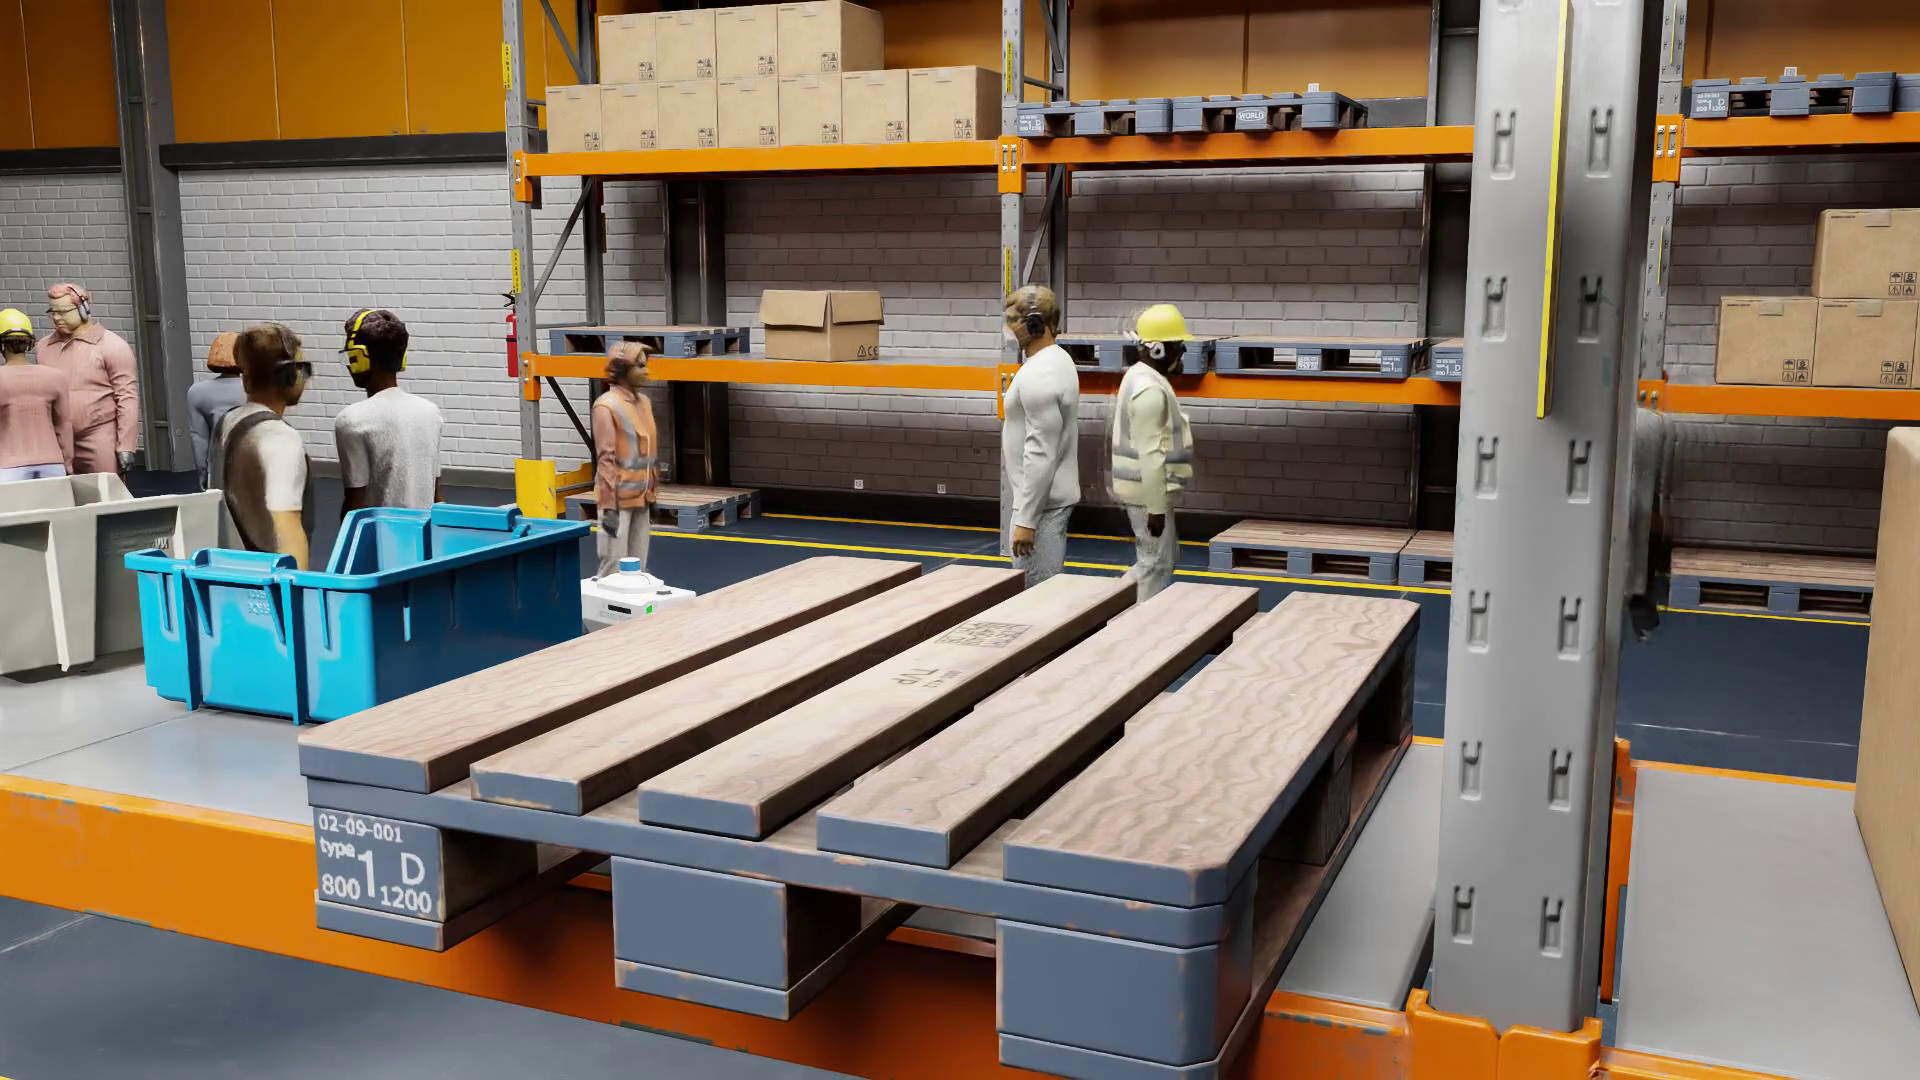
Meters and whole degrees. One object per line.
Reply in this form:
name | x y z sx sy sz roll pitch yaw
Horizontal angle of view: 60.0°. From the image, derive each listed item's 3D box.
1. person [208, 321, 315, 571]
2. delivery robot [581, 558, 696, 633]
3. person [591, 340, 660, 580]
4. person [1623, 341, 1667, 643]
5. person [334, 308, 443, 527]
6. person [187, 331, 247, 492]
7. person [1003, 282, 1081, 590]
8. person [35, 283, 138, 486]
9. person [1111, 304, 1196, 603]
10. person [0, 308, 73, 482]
person | -2.259 0.209 5.453 0.365 1.835 0.535 -9 13 -43
delivery robot | -1.630 0.331 8.250 0.707 0.478 0.477 8 13 40
person | -1.685 -0.184 8.383 0.311 1.636 0.524 3 10 15
person | 2.097 0.173 5.616 0.514 1.854 0.401 -8 12 -40
person | -2.011 0.125 5.869 0.326 1.863 0.513 3 10 20
person | -4.131 -0.376 9.543 0.499 1.633 0.285 -1 10 -7
person | 0.331 -0.133 7.179 0.372 1.939 0.631 1 10 8
person | -5.200 -0.561 9.857 0.651 1.899 0.402 2 10 12
person | 0.914 -0.244 8.193 0.471 1.819 0.610 0 9 2
person | -5.237 -0.404 9.314 0.331 1.768 0.526 8 12 39
